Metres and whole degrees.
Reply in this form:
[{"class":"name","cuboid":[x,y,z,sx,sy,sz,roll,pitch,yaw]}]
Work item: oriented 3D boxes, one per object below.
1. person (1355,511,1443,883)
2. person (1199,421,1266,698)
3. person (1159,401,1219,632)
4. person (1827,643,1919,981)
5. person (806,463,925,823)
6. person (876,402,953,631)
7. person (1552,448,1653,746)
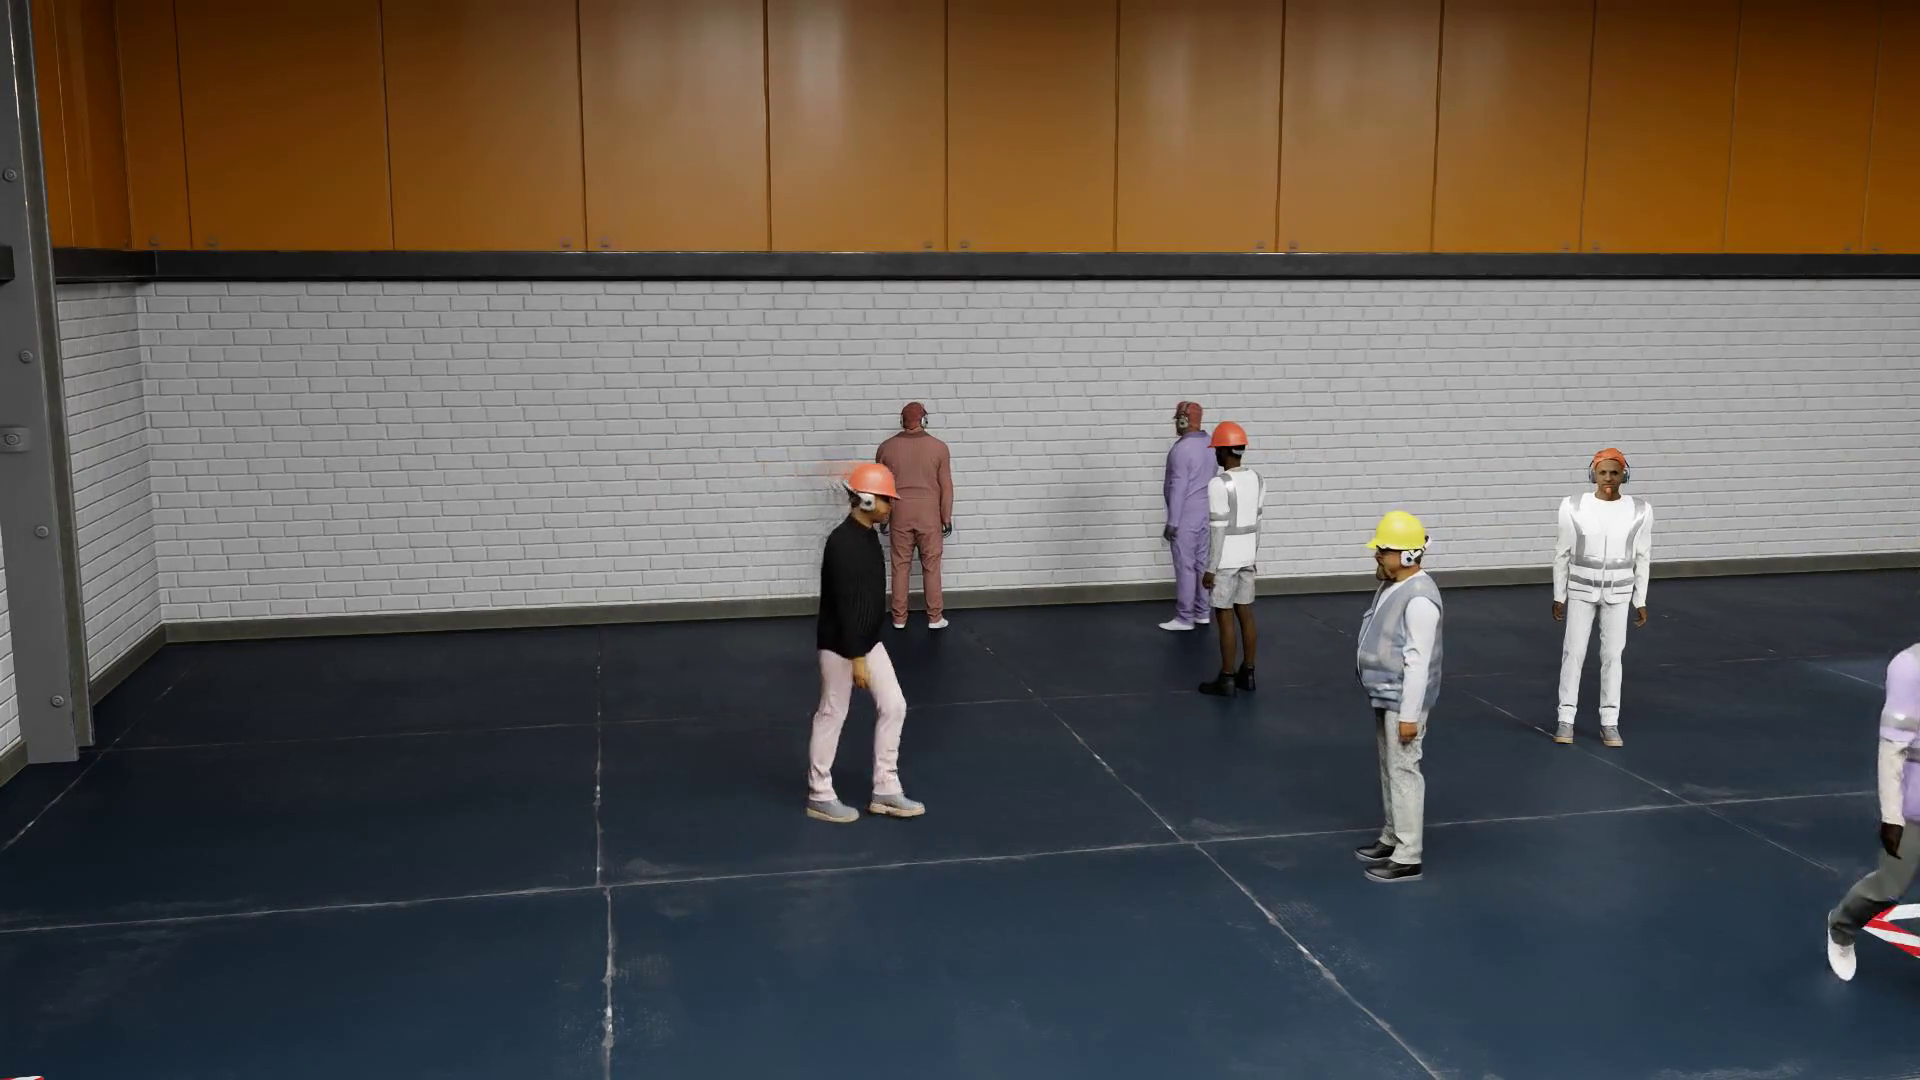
[{"class":"person","cuboid":[2.154,0.762,8.195,0.403,1.826,0.599,0,9,1]},{"class":"person","cuboid":[1.885,0.132,11.692,0.551,1.932,0.378,-9,13,-43]},{"class":"person","cuboid":[1.885,-0.198,13.796,0.403,1.904,0.651,7,12,37]},{"class":"person","cuboid":[3.840,0.998,6.585,0.598,1.892,0.907,0,9,-2]},{"class":"person","cuboid":[-0.490,0.571,8.935,0.794,1.952,0.642,4,10,23]},{"class":"person","cuboid":[-0.366,-0.192,13.779,0.639,1.902,0.407,1,9,8]},{"class":"person","cuboid":[4.023,0.361,10.459,0.573,1.883,0.354,3,10,15]}]
